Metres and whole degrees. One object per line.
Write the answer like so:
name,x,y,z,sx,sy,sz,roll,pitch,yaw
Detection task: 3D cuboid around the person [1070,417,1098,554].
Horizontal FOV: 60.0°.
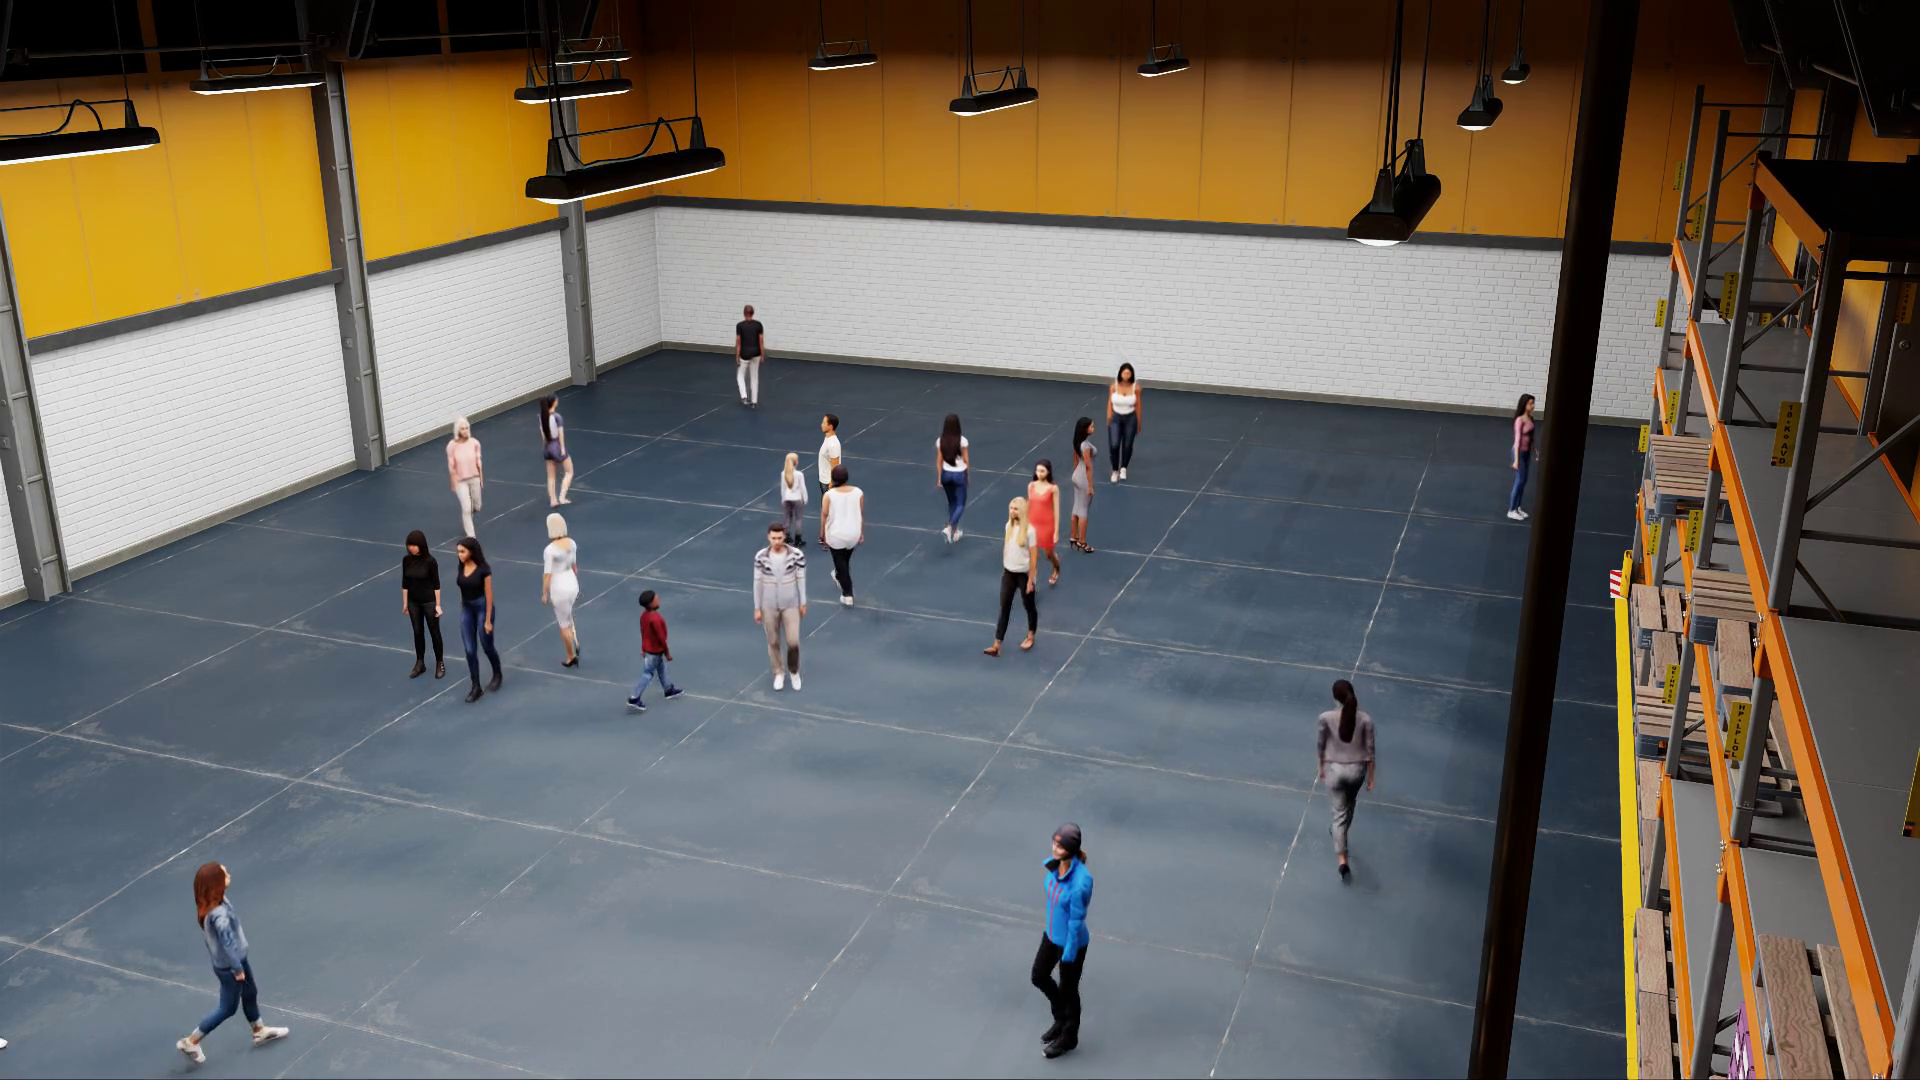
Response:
person,1.588,-0.724,21.606,0.724,1.781,0.645,-6,20,-18

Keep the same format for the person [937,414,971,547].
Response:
person,-0.093,-0.759,21.747,0.617,1.756,0.989,7,20,20

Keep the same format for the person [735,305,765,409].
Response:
person,-3.622,-3.158,28.817,0.877,1.791,0.935,-8,20,-22

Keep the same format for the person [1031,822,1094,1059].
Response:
person,0.792,2.720,11.358,0.795,1.795,0.733,-8,20,-23

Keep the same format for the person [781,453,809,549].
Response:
person,-2.193,-0.519,21.785,0.519,1.277,0.541,8,20,22

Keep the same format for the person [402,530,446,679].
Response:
person,-5.716,0.660,17.716,0.623,1.640,0.578,2,19,5

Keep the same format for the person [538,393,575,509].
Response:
person,-5.738,-1.229,23.327,0.646,1.640,0.618,10,21,28

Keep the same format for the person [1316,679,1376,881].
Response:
person,3.194,2.007,13.741,0.792,1.624,1.066,4,19,13

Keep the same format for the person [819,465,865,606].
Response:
person,-1.385,-0.029,19.762,1.123,1.639,1.156,-10,21,-27

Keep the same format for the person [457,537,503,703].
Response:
person,-4.960,0.771,17.277,0.619,1.710,0.870,5,19,13

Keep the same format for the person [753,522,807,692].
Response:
person,-1.878,0.654,17.421,0.783,1.839,0.767,-1,19,-2

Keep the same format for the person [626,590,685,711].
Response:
person,-3.182,1.130,16.945,0.934,1.241,0.840,-10,21,-28

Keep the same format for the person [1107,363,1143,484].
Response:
person,2.421,-1.762,24.679,0.779,1.787,0.881,2,19,5

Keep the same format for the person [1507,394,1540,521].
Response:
person,7.758,-1.182,23.027,0.646,1.741,0.744,-18,25,-42

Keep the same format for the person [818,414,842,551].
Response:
person,-1.674,-0.776,21.722,0.772,1.805,0.671,-5,19,-15

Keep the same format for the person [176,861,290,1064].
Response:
person,-5.059,2.899,11.353,1.010,1.457,0.913,-11,21,-29

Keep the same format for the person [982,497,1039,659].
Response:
person,0.714,0.395,18.277,0.842,1.785,1.185,13,22,33

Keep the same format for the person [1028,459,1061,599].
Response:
person,1.033,-0.150,20.046,0.670,1.688,1.099,9,21,24

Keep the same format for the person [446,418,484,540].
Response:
person,-6.532,-0.794,21.925,0.928,1.711,0.950,-11,22,-30

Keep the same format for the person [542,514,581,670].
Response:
person,-4.192,0.570,17.826,0.664,1.740,0.550,11,21,29
